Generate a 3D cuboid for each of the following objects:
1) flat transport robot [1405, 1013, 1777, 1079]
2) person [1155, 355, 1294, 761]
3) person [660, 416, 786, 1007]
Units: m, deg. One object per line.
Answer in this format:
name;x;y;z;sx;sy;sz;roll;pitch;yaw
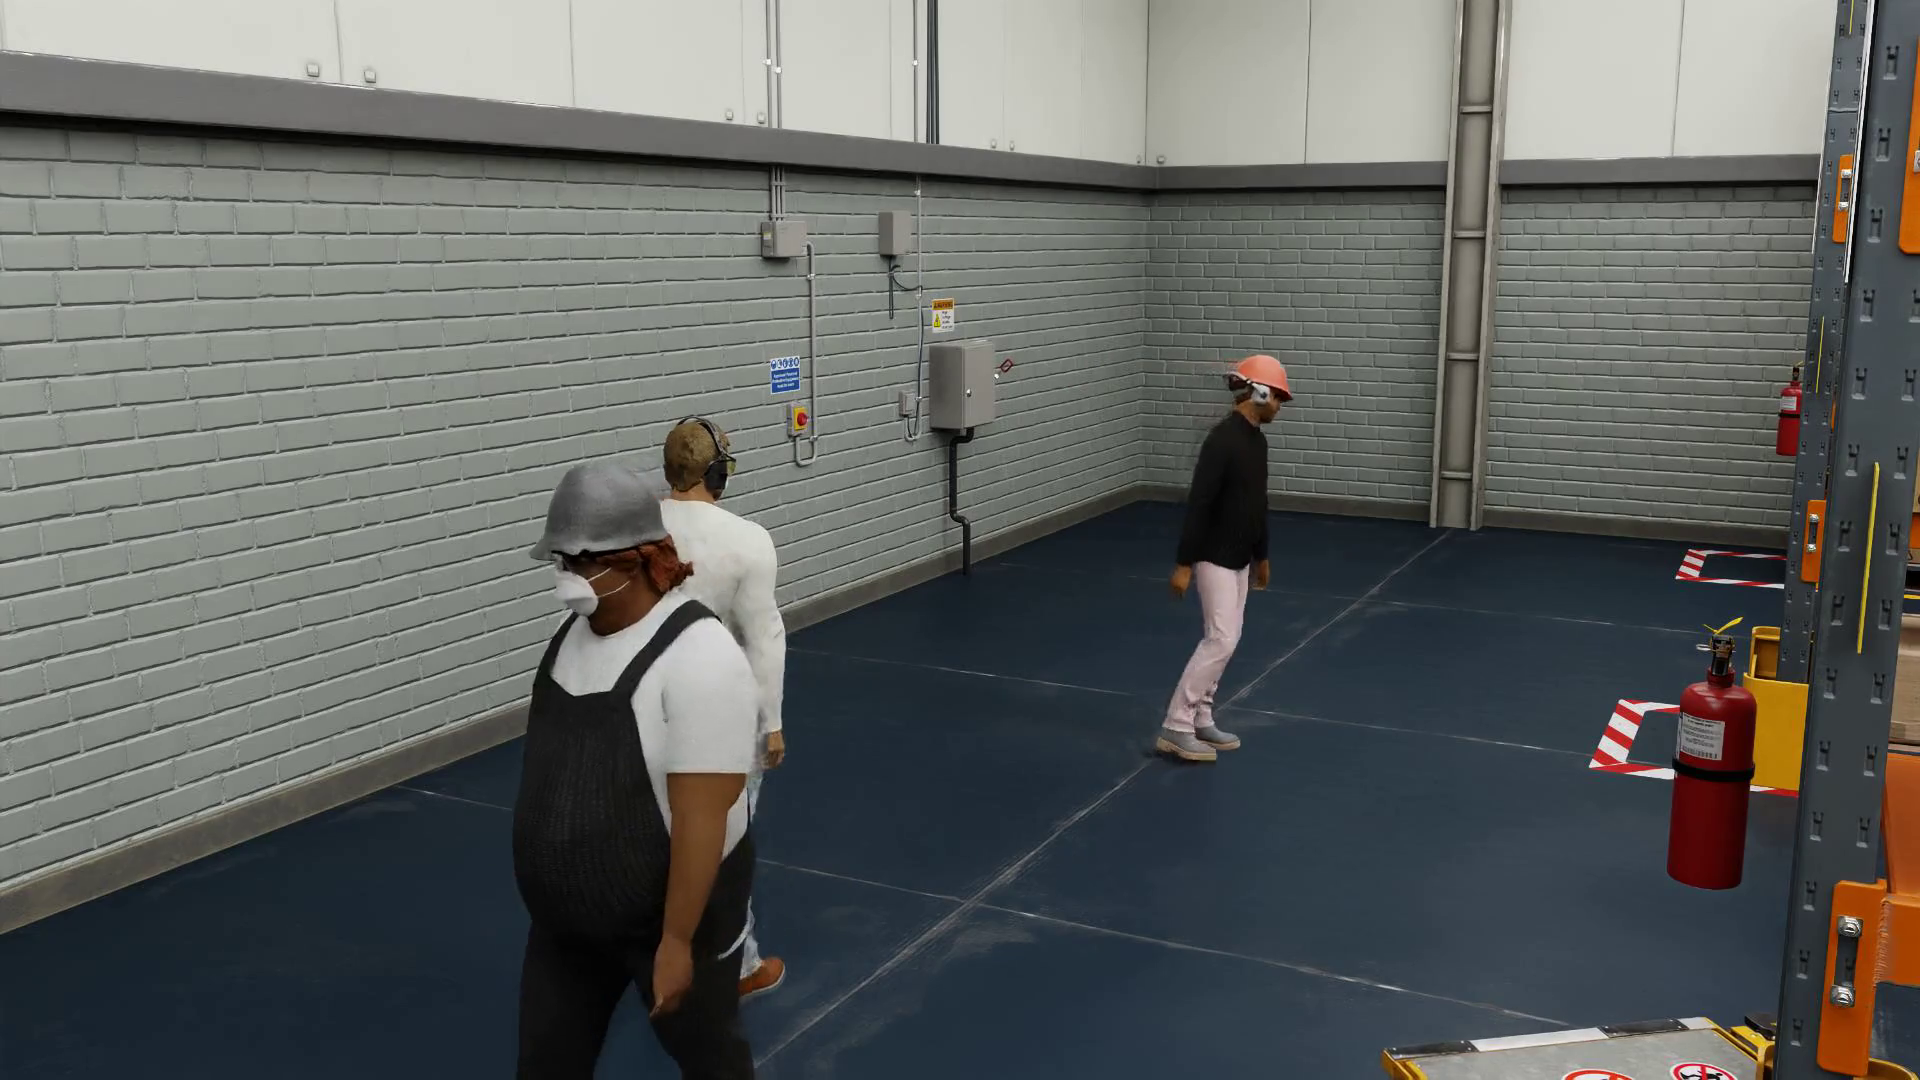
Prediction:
flat transport robot;1.820;1.569;4.518;1.431;0.197;0.652;-2;11;-11
person;1.307;0.085;8.028;0.518;1.947;0.648;5;12;27
person;-0.857;0.565;5.442;0.634;1.938;0.355;4;11;21
